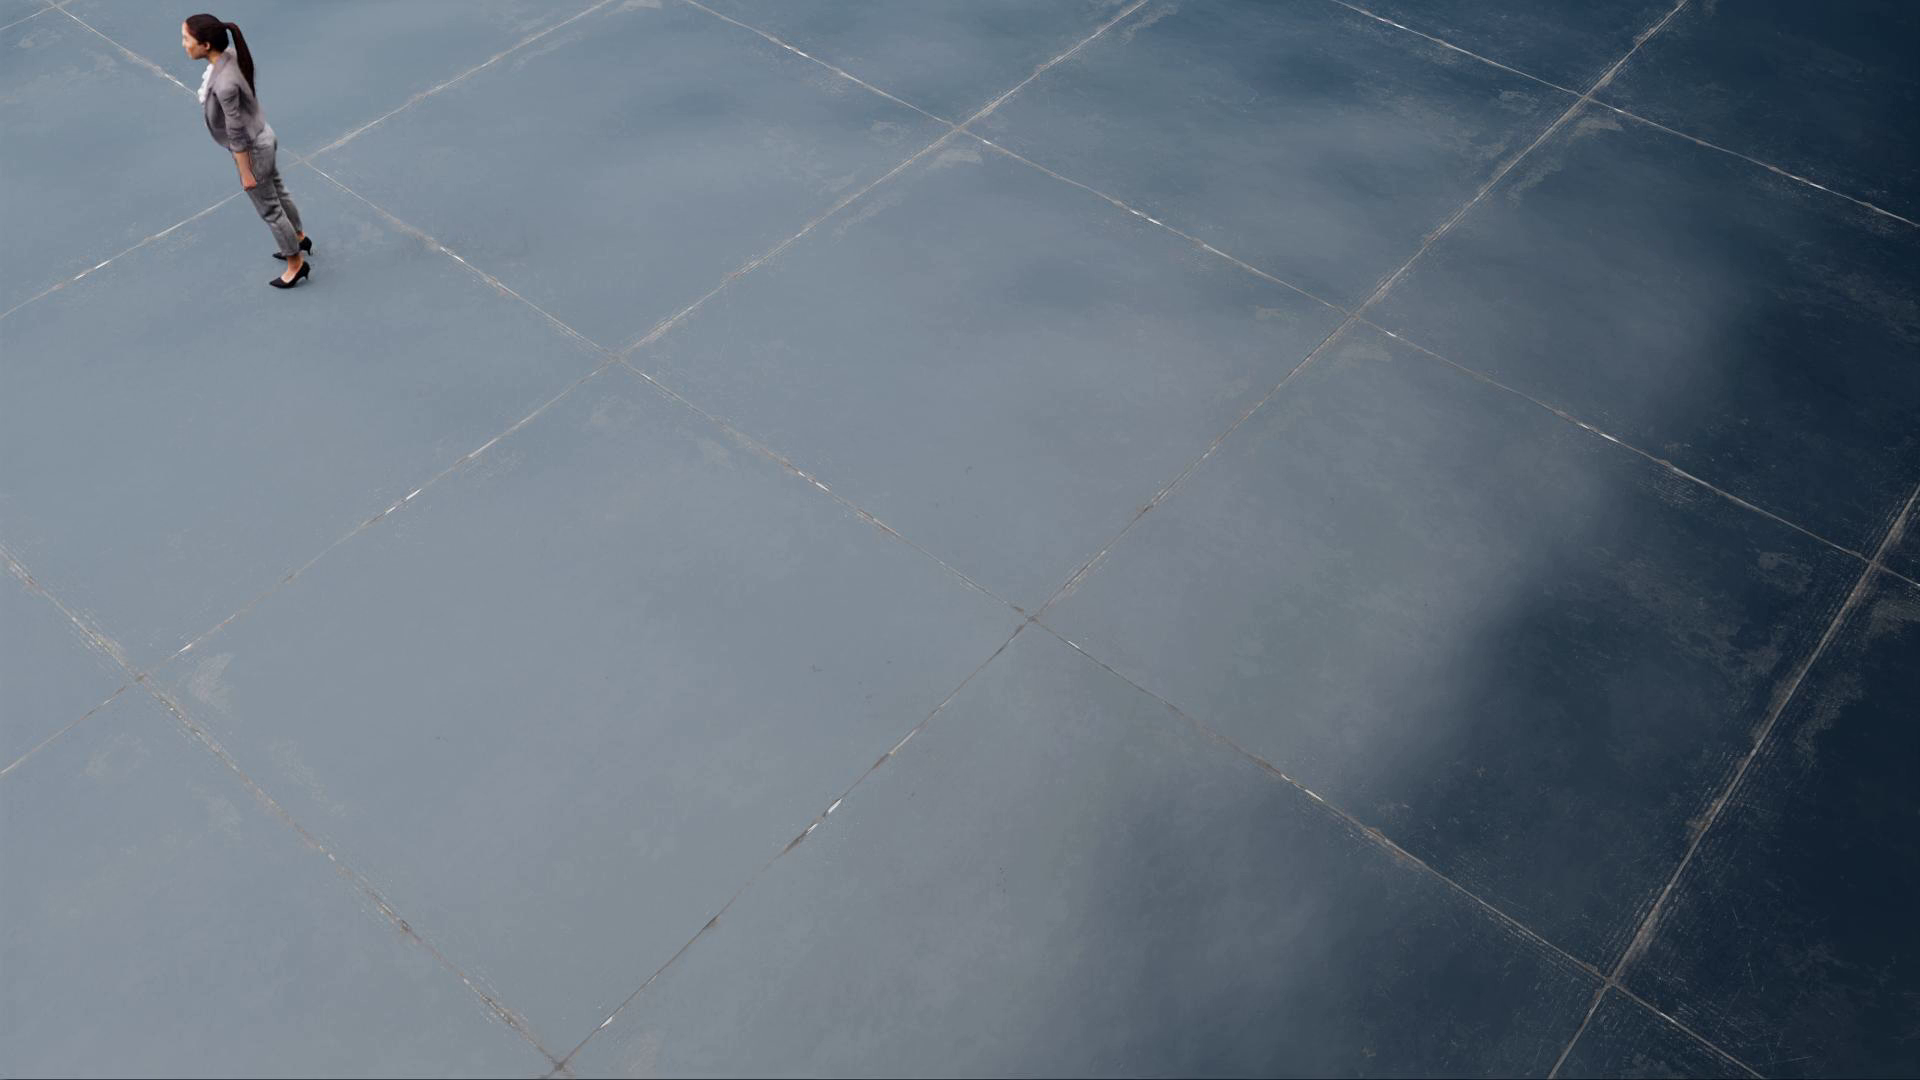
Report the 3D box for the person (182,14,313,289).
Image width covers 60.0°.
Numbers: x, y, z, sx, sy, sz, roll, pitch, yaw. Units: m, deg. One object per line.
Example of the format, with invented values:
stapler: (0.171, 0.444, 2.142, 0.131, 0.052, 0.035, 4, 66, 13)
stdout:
person: (-3.952, -2.181, 9.322, 0.771, 1.675, 0.732, -9, 48, -9)
